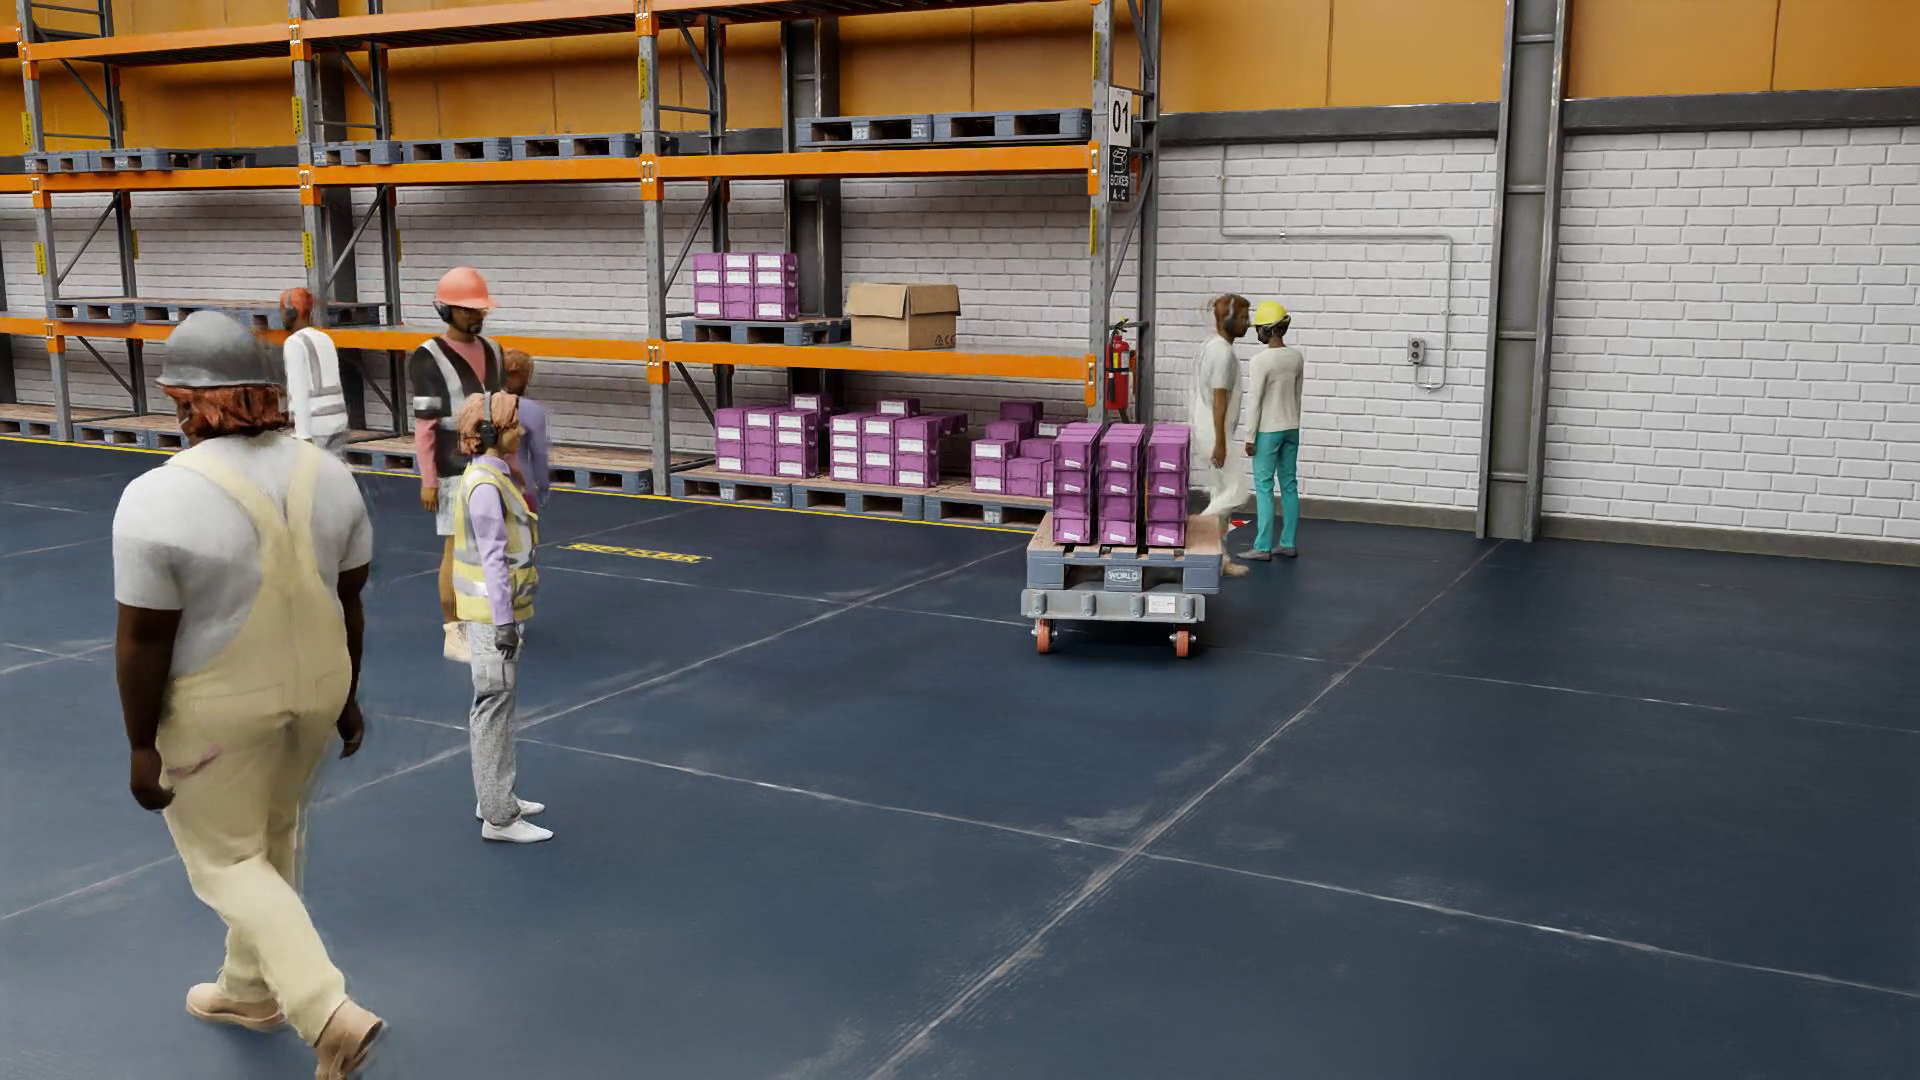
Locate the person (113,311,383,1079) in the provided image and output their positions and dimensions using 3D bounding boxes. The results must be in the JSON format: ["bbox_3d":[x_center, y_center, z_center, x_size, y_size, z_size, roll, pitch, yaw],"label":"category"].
[{"bbox_3d":[-1.810,0.397,4.294,0.889,2.000,0.687,6,12,29],"label":"person"}]

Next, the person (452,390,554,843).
[{"bbox_3d":[-1.681,0.276,6.056,0.309,1.641,0.512,-3,11,-17],"label":"person"}]

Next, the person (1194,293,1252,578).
[{"bbox_3d":[1.658,-0.647,10.583,0.438,1.831,0.525,1,10,6],"label":"person"}]

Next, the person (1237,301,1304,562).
[{"bbox_3d":[2.105,-0.730,11.259,0.524,1.761,0.338,-8,13,-38],"label":"person"}]

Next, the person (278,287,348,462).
[{"bbox_3d":[-4.242,-0.726,10.952,0.464,1.859,0.587,2,10,9],"label":"person"}]

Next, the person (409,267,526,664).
[{"bbox_3d":[-2.516,-0.381,8.589,0.411,2.034,0.632,5,11,26],"label":"person"}]
